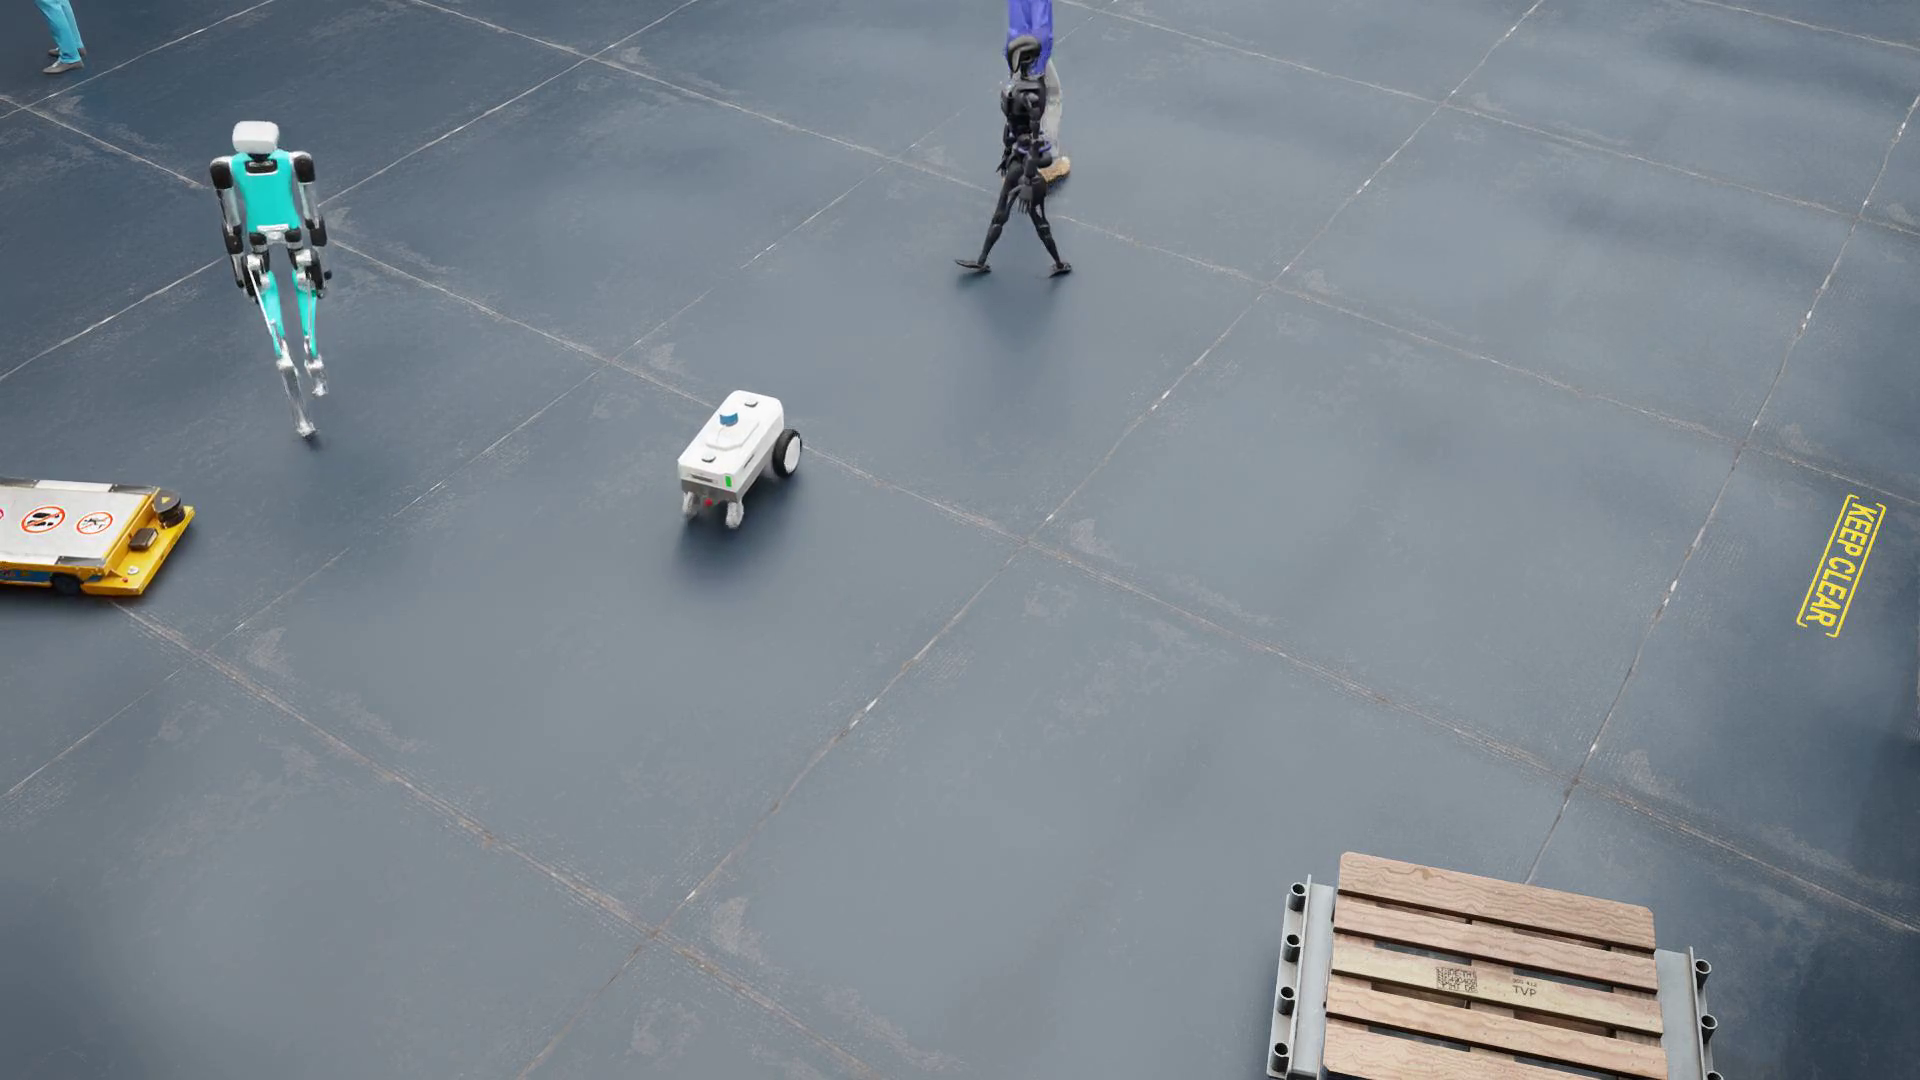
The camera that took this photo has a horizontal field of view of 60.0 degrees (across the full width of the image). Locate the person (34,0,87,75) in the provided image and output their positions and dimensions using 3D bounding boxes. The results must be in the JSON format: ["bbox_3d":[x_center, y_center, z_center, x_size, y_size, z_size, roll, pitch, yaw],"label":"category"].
[{"bbox_3d":[-7.049,-4.448,12.580,0.396,1.837,0.563,-8,42,-9],"label":"person"}]

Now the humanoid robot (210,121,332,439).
[{"bbox_3d":[-3.753,-1.324,9.184,0.569,1.780,0.921,-5,42,-6],"label":"humanoid robot"}]

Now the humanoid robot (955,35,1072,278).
[{"bbox_3d":[0.361,-2.337,10.368,0.752,1.628,0.602,-10,43,-11],"label":"humanoid robot"}]

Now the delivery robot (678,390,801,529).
[{"bbox_3d":[-1.233,-0.483,9.119,0.499,0.614,0.815,14,44,15],"label":"delivery robot"}]

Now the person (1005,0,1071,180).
[{"bbox_3d":[0.511,-3.321,11.332,0.588,1.814,0.551,-27,48,-27],"label":"person"}]

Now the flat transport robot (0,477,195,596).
[{"bbox_3d":[-4.899,-0.025,8.807,1.431,0.231,0.659,4,42,4],"label":"flat transport robot"}]
